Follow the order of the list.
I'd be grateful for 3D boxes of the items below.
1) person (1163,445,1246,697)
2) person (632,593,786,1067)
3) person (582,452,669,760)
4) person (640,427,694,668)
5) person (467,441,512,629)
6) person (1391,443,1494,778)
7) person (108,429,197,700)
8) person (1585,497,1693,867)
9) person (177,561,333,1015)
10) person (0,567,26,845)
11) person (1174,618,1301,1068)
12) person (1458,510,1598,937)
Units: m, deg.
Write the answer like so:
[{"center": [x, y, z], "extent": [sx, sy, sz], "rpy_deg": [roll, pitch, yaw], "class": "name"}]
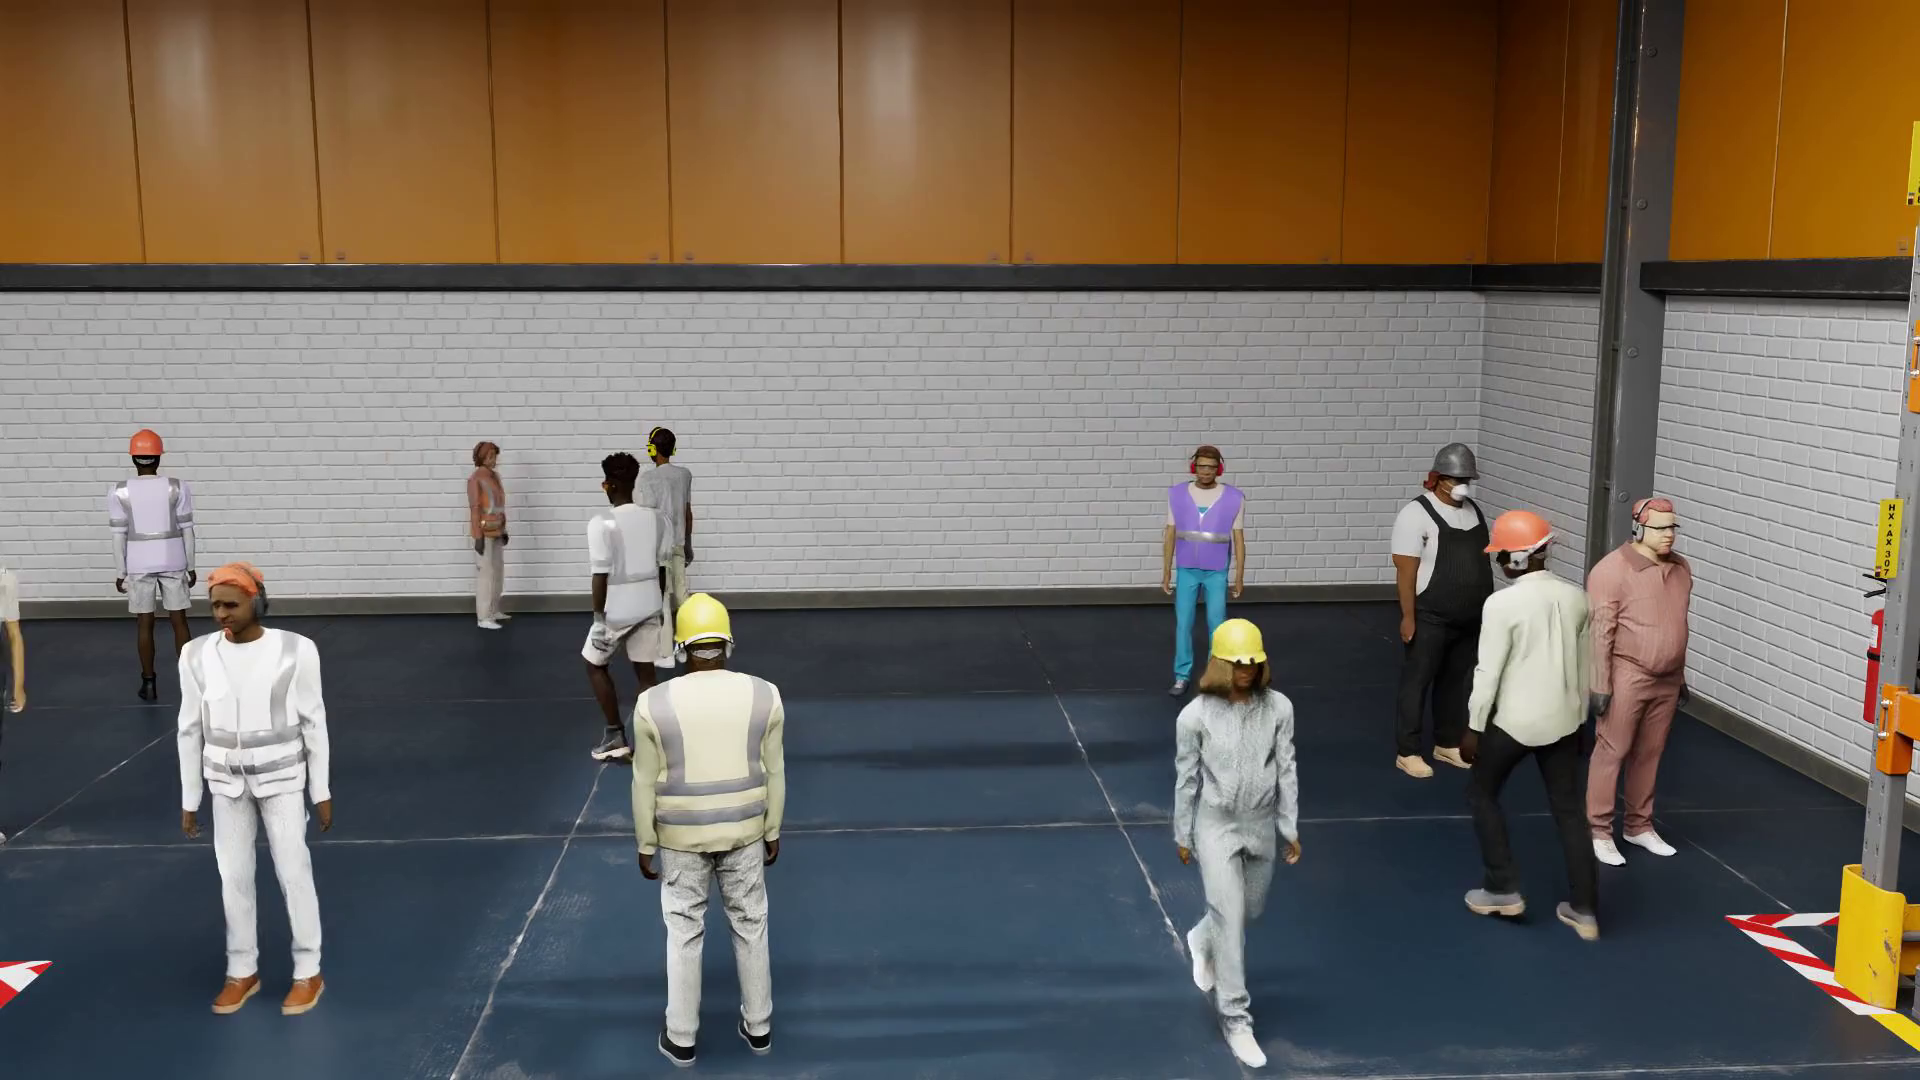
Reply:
[{"center": [1.758, 0.225, 11.956], "extent": [0.576, 1.837, 0.395], "rpy_deg": [3, 9, 16], "class": "person"}, {"center": [-0.967, 1.113, 6.427], "extent": [0.591, 1.823, 0.405], "rpy_deg": [-3, 10, -19], "class": "person"}, {"center": [-2.093, 0.425, 10.315], "extent": [0.582, 1.945, 0.647], "rpy_deg": [7, 12, 39], "class": "person"}, {"center": [-2.280, 0.059, 12.887], "extent": [0.309, 1.868, 0.535], "rpy_deg": [7, 11, 37], "class": "person"}, {"center": [-4.057, -0.050, 14.388], "extent": [0.313, 1.616, 0.665], "rpy_deg": [1, 9, 6], "class": "person"}, {"center": [2.970, 0.416, 10.101], "extent": [0.688, 2.000, 0.536], "rpy_deg": [-5, 10, -30], "class": "person"}, {"center": [-5.767, 0.177, 11.922], "extent": [0.542, 1.939, 0.369], "rpy_deg": [-4, 10, -25], "class": "person"}, {"center": [3.531, 0.723, 8.596], "extent": [0.651, 1.906, 0.403], "rpy_deg": [-4, 10, -24], "class": "person"}, {"center": [-2.890, 1.014, 6.848], "extent": [0.603, 1.883, 0.341], "rpy_deg": [0, 9, -1], "class": "person"}, {"center": [-5.248, 0.750, 8.756], "extent": [0.593, 1.803, 0.452], "rpy_deg": [-5, 10, -29], "class": "person"}, {"center": [1.069, 1.128, 6.653], "extent": [0.486, 1.716, 0.799], "rpy_deg": [-3, 9, -17], "class": "person"}, {"center": [2.652, 0.844, 7.678], "extent": [0.703, 1.947, 0.642], "rpy_deg": [-4, 10, -26], "class": "person"}]
